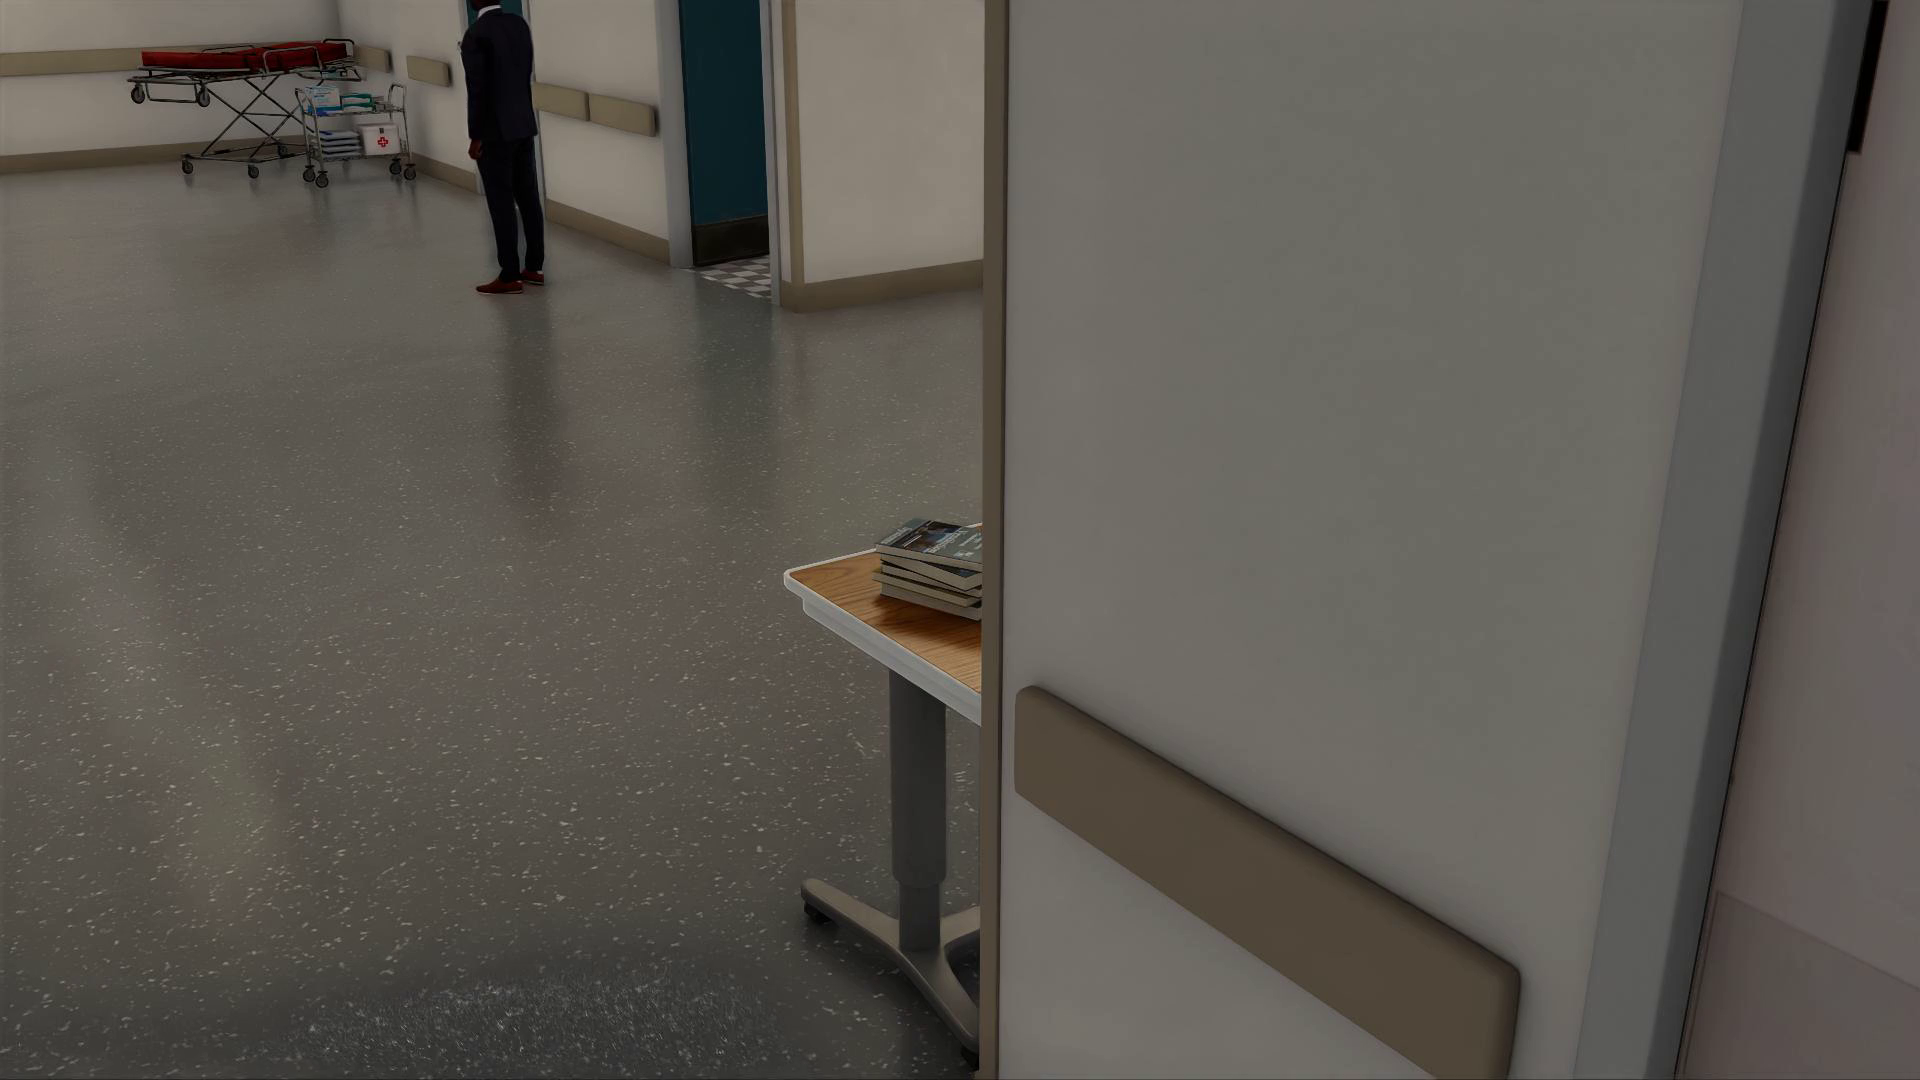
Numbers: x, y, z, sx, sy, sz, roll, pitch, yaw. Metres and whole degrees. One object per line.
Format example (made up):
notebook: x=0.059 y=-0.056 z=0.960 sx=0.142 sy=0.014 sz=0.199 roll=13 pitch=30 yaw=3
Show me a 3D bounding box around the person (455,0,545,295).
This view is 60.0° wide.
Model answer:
person: x=-2.650 y=-2.364 z=9.666 sx=0.786 sy=1.824 sz=0.788 roll=10 pitch=23 yaw=25
